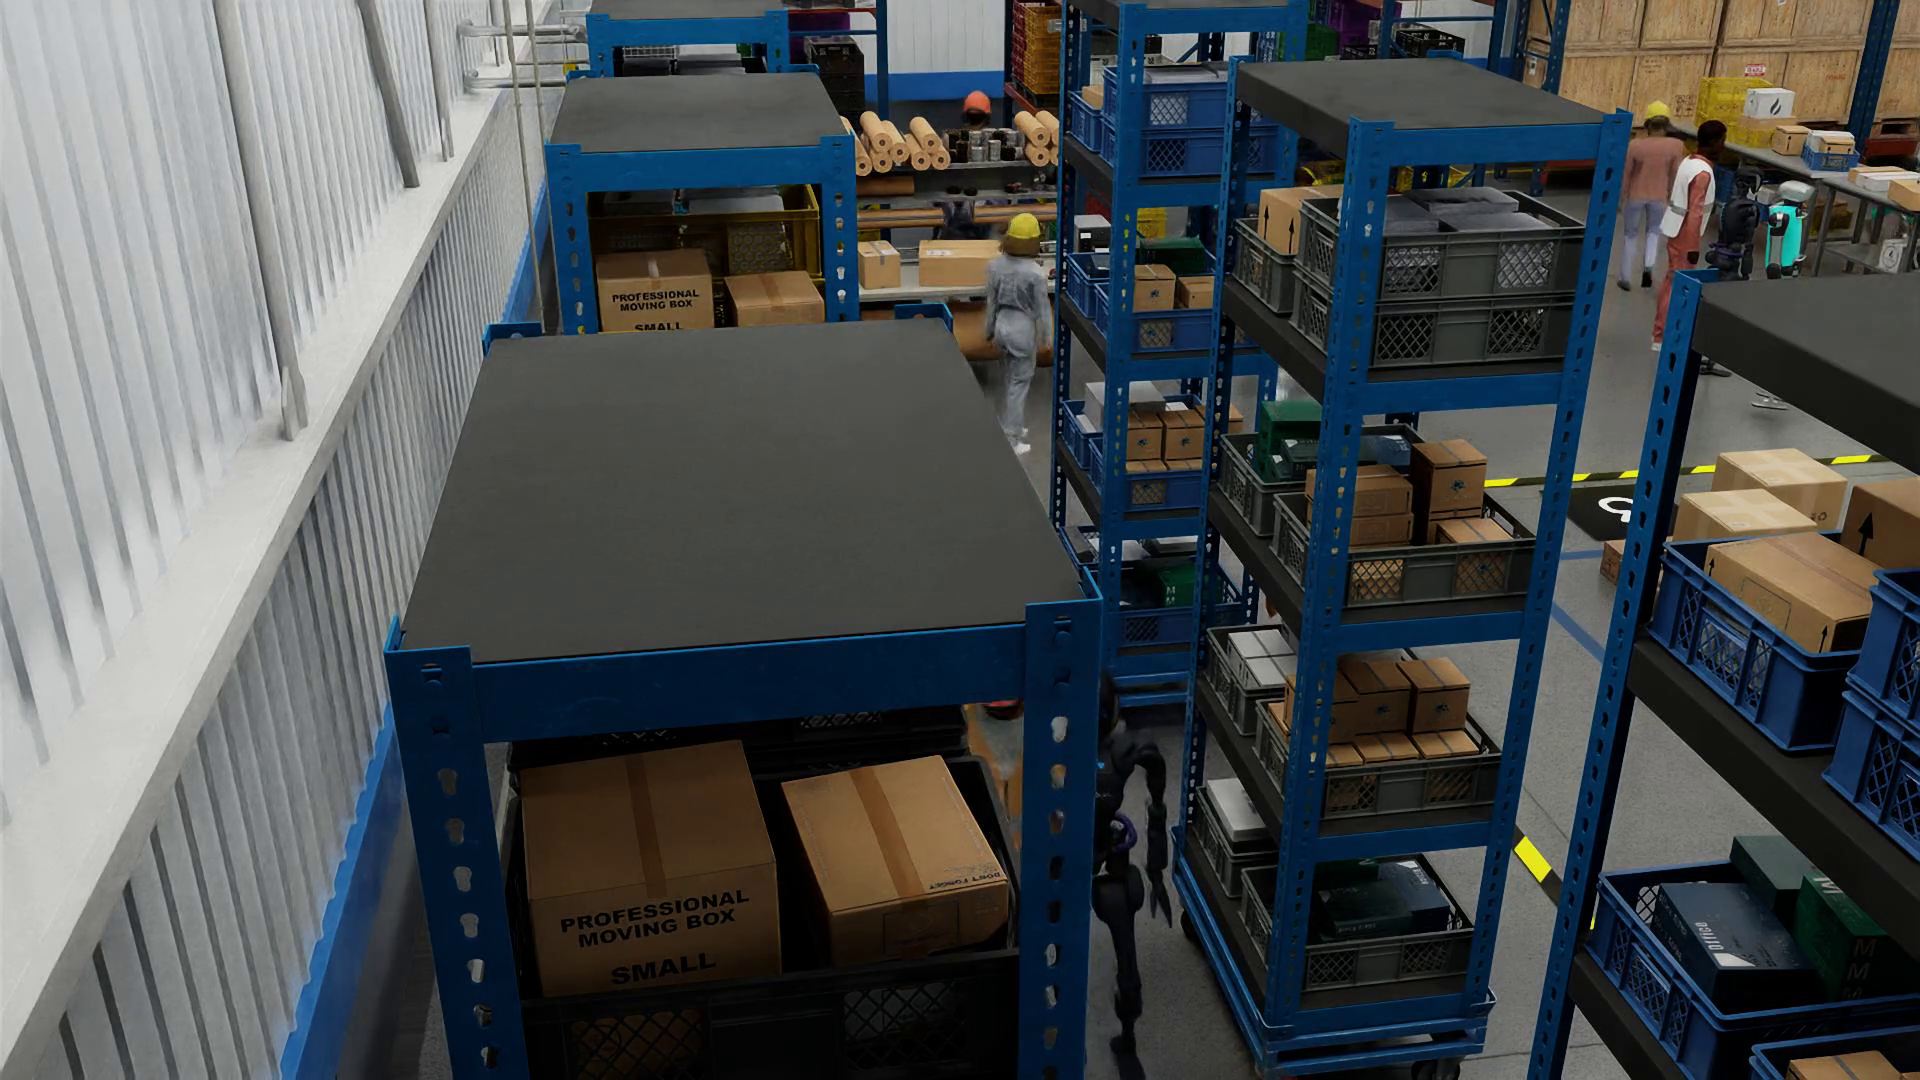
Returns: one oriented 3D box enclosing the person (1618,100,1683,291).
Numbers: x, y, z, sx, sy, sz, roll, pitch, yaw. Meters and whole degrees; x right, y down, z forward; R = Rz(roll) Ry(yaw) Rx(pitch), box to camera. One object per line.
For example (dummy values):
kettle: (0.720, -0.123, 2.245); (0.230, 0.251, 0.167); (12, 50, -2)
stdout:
person: (6.353, -3.176, 15.418); (0.547, 1.751, 0.394); (5, 25, 11)

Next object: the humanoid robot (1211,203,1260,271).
humanoid robot: (2.301, -2.254, 13.503); (0.610, 1.650, 0.305); (-6, 25, -13)

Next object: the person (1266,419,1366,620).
person: (1.746, 0.214, 7.940); (0.596, 1.849, 0.392); (-4, 25, -9)

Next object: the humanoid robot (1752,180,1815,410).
humanoid robot: (6.216, -1.766, 12.220); (0.735, 1.677, 0.533); (17, 30, 33)

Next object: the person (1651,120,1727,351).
person: (6.024, -2.517, 13.810); (0.407, 1.910, 0.592); (6, 25, 13)

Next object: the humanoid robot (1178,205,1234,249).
humanoid robot: (1.943, -2.480, 13.890); (0.660, 1.765, 0.533); (-14, 28, -28)

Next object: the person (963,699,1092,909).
person: (0.173, 1.156, 5.822); (0.568, 1.897, 0.839); (-2, 25, -4)

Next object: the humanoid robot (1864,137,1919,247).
humanoid robot: (9.015, -3.351, 15.816); (0.544, 1.777, 0.796); (-8, 26, -18)

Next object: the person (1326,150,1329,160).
person: (4.393, -5.083, 19.436); (0.521, 1.867, 0.320); (-21, 32, -38)

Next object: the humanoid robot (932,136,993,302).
humanoid robot: (0.024, -2.655, 14.376); (0.600, 1.654, 0.330); (11, 27, 23)

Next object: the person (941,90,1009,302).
person: (0.121, -2.851, 14.396); (0.616, 2.022, 0.588); (5, 25, 10)

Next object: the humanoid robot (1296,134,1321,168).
humanoid robot: (3.897, -4.468, 18.369); (0.755, 1.625, 0.598); (-1, 25, -2)

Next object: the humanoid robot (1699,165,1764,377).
humanoid robot: (6.142, -2.163, 13.298); (0.315, 1.657, 0.599); (1, 25, 2)

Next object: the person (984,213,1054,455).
person: (0.459, -1.453, 11.712); (0.500, 1.722, 0.606); (19, 31, 35)

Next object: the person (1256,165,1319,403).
person: (2.602, -1.922, 12.606); (0.624, 1.827, 0.624); (9, 26, 20)

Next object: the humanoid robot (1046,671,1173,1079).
humanoid robot: (0.475, 1.221, 5.952); (0.592, 1.649, 0.431); (-4, 25, -10)
